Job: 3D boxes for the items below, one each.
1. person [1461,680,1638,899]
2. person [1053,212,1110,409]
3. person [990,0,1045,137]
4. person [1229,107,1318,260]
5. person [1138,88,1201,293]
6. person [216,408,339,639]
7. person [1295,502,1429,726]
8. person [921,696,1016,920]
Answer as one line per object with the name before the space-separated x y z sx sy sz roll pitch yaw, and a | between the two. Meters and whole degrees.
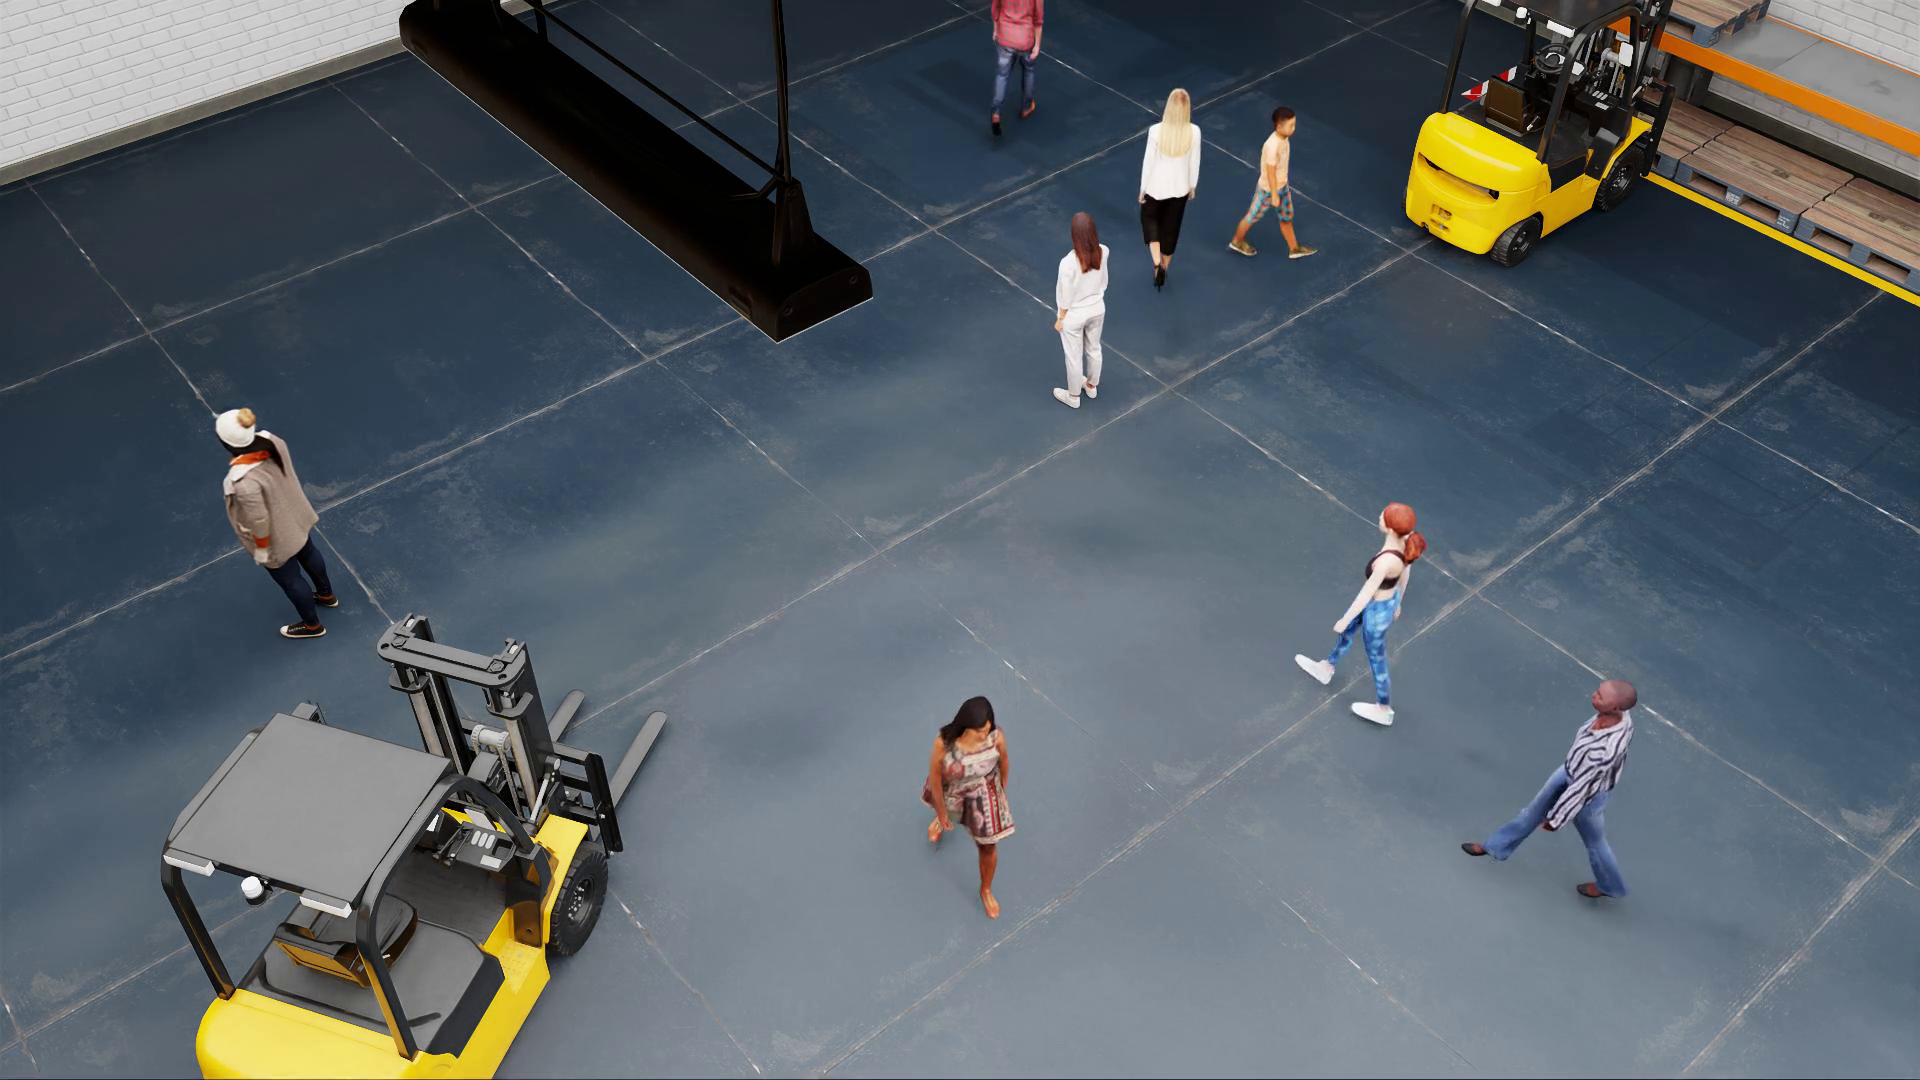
person | 3.559 1.453 9.269 1.276 1.738 1.059 14 45 14
person | 0.932 -1.747 12.664 0.605 1.688 0.553 -26 49 -25
person | 0.502 -4.686 15.666 1.167 1.804 1.130 11 45 12
person | 2.596 -3.034 14.203 1.050 1.428 0.791 20 47 20
person | 1.714 -2.793 13.645 0.820 1.851 0.885 -3 44 -3
person | -4.450 -0.139 10.832 0.879 1.888 0.819 3 44 4
person | 2.646 0.510 10.245 1.042 1.758 0.758 24 48 23
person | 0.009 1.362 9.476 1.026 1.584 1.161 -1 44 -1
